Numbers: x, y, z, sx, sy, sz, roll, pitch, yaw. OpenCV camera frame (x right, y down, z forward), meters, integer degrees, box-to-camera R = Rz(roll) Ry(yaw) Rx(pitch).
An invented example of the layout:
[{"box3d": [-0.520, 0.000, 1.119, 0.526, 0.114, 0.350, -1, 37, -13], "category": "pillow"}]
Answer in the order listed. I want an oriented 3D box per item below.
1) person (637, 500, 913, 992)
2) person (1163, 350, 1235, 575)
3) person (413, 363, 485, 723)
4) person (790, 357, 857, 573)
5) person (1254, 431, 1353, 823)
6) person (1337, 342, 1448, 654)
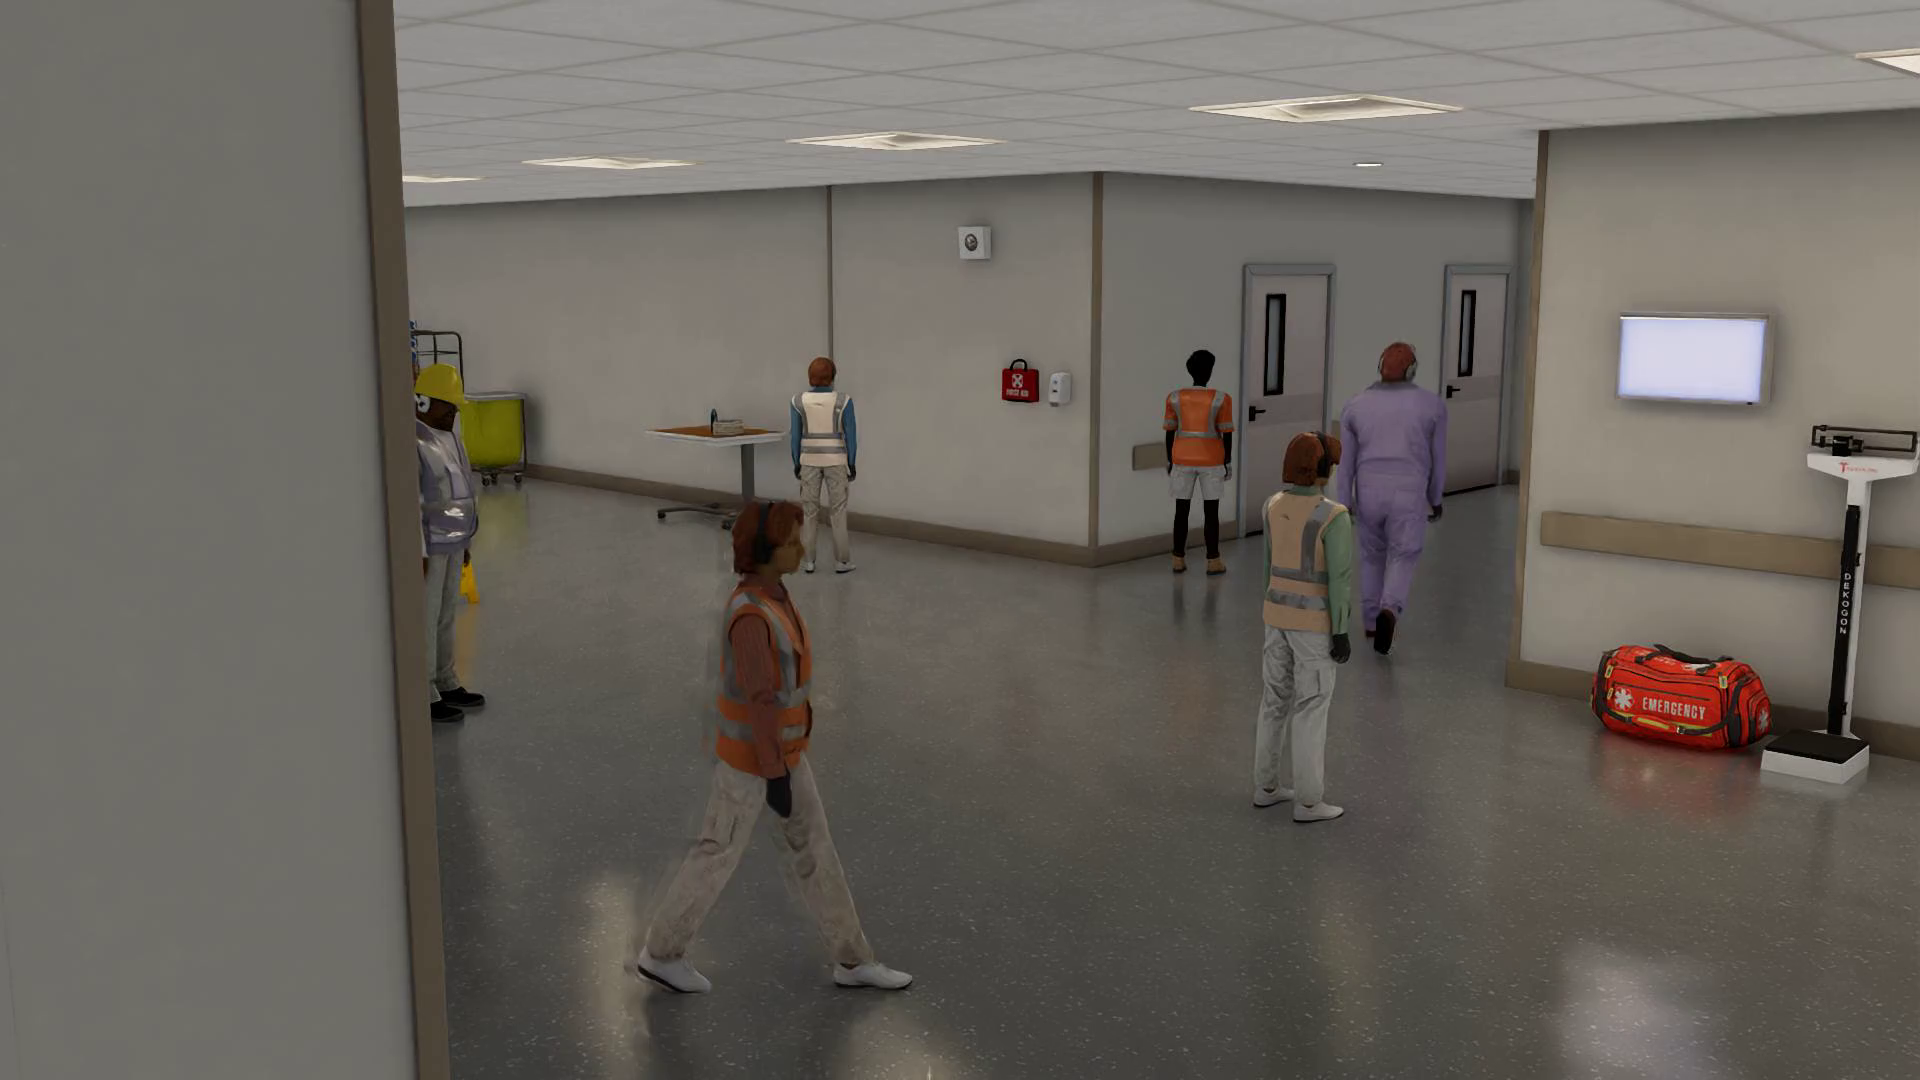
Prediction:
[{"box3d": [-0.629, 0.665, 5.207, 0.877, 1.595, 0.524, 1, 9, 7], "category": "person"}, {"box3d": [1.798, -0.581, 12.523, 0.541, 1.696, 0.315, 4, 10, 21], "category": "person"}, {"box3d": [-2.672, 0.008, 8.536, 0.404, 1.822, 0.587, 1, 9, 7], "category": "person"}, {"box3d": [-1.025, -0.558, 12.561, 0.511, 1.640, 0.308, 1, 9, 9], "category": "person"}, {"box3d": [1.433, 0.361, 6.958, 0.315, 1.629, 0.508, -5, 10, -27], "category": "person"}, {"box3d": [2.597, -0.265, 10.074, 0.638, 1.869, 0.836, 5, 10, 26], "category": "person"}]
